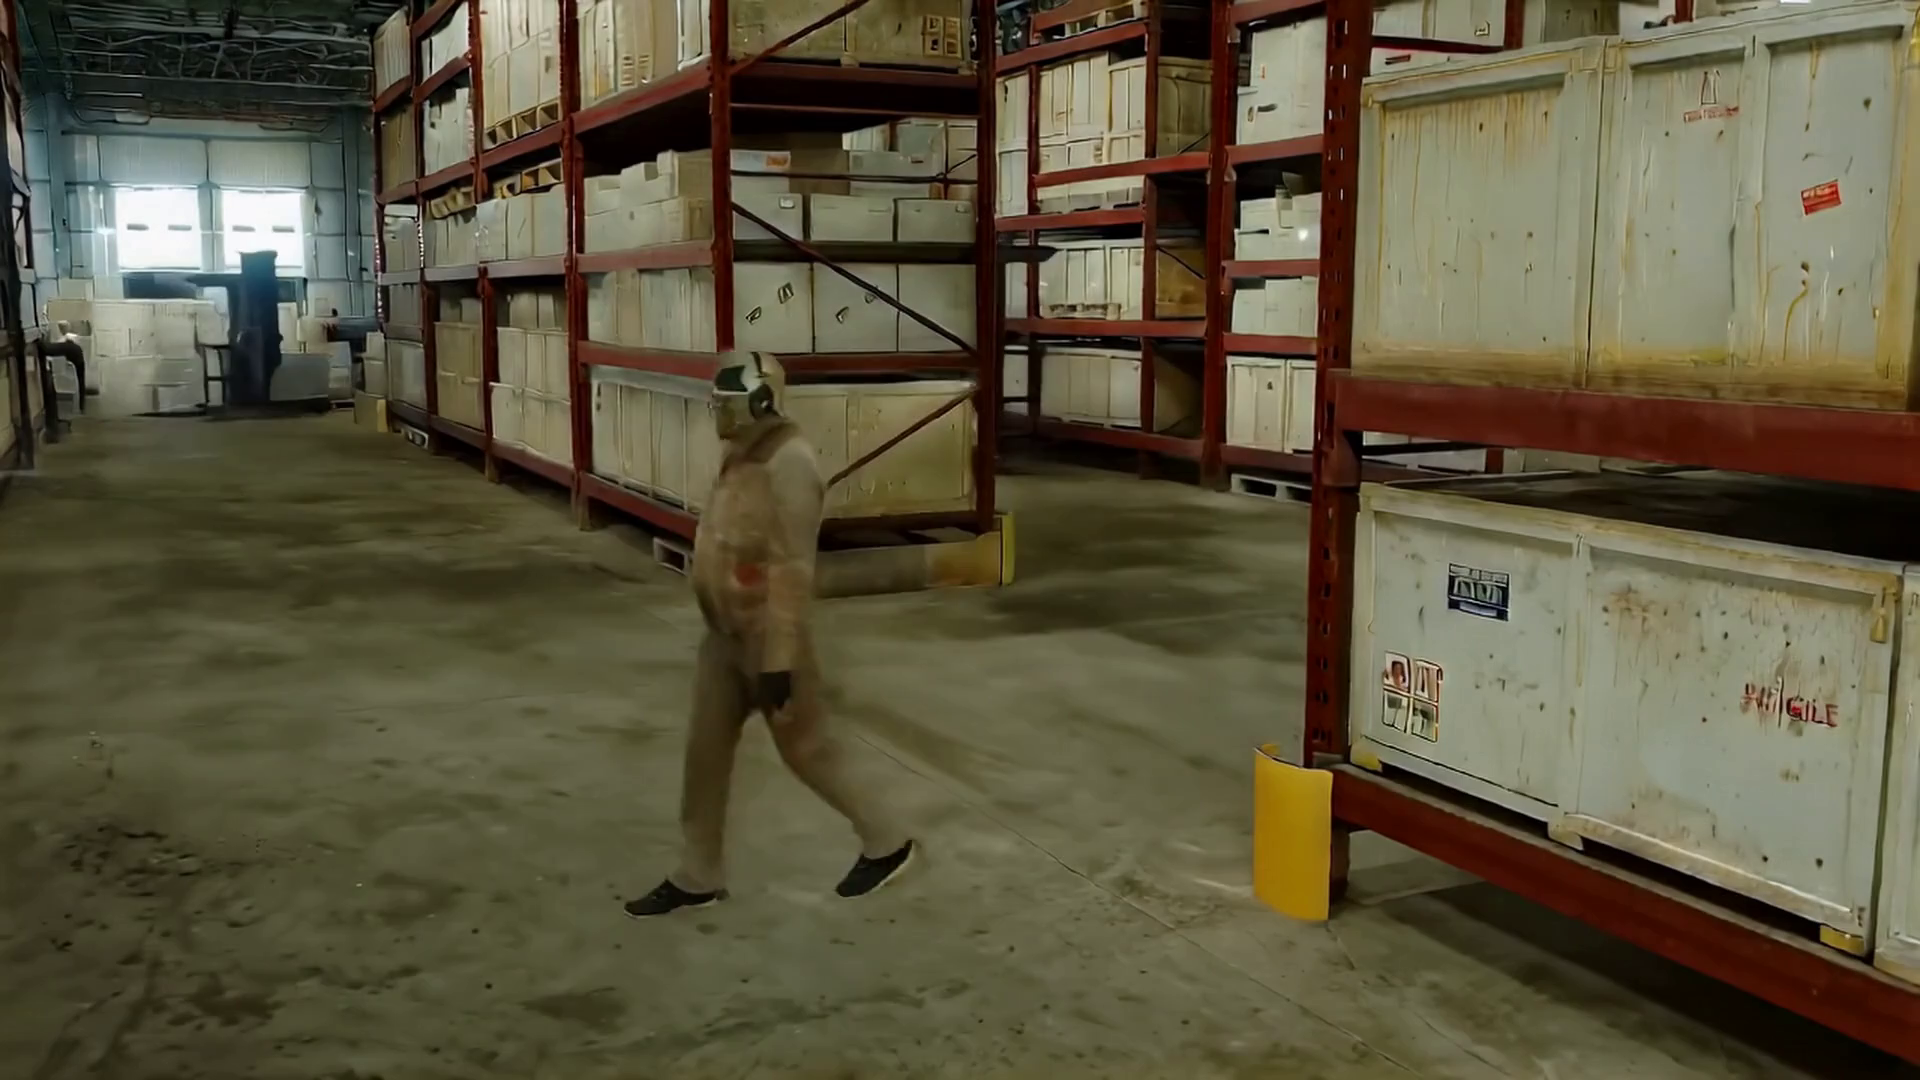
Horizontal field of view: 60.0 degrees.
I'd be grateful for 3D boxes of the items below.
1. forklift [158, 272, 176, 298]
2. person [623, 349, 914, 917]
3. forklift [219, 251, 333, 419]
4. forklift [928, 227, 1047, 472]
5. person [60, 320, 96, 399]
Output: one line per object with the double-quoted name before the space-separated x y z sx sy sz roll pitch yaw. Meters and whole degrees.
"forklift" -24.191 -6.780 50.842 1.873 2.768 1.129 -3 9 -19
"person" -0.602 0.303 5.482 0.959 1.871 0.653 -4 9 -26
"forklift" -11.843 -3.509 28.288 1.873 2.768 1.129 -7 11 -39
"forklift" -0.079 -2.181 19.130 1.873 2.768 1.129 -4 9 -26
"person" -17.331 -3.493 32.521 0.668 1.620 0.523 -6 10 -37
